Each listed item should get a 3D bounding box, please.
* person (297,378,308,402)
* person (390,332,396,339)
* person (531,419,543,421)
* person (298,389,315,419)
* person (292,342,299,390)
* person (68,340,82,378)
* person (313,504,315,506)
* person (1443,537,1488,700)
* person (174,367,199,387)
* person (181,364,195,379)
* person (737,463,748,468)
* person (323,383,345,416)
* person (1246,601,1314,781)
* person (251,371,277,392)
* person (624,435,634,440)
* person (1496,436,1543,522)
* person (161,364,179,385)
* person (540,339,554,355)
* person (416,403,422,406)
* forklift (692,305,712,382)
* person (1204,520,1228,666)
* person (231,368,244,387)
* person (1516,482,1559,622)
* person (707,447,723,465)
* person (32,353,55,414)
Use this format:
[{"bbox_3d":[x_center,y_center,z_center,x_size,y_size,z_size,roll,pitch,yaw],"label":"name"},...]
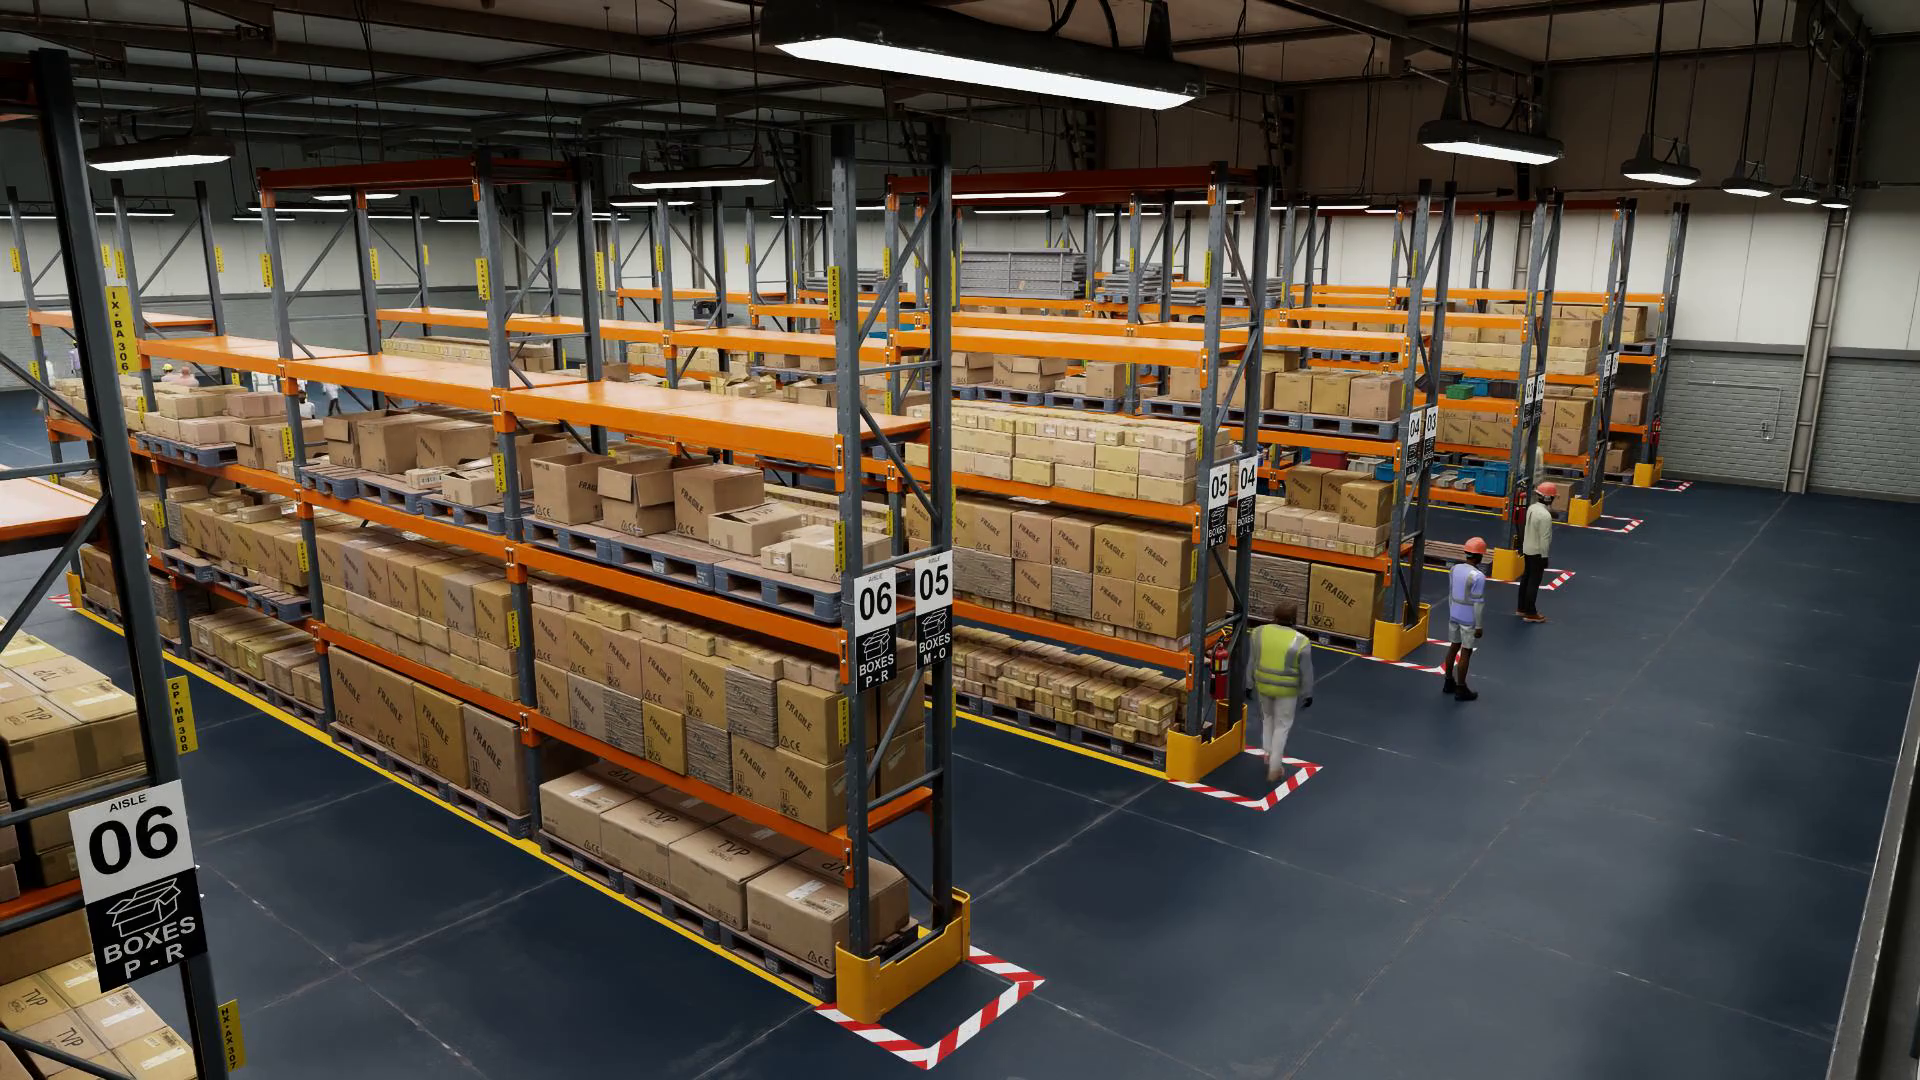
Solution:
[{"bbox_3d":[-20.187,-4.776,38.354,0.576,1.882,0.355,-11,17,-37],"label":"person"},{"bbox_3d":[-20.688,-6.702,46.267,0.736,1.887,0.652,4,14,16],"label":"person"},{"bbox_3d":[-9.569,-2.413,28.592,0.552,1.908,0.890,9,16,31],"label":"person"},{"bbox_3d":[-15.249,-2.575,29.314,0.510,1.877,0.328,-7,15,-26],"label":"person"},{"bbox_3d":[-22.432,-5.791,42.547,0.699,1.883,0.499,-6,15,-22],"label":"person"},{"bbox_3d":[-29.817,-5.849,42.694,0.585,1.917,0.381,-13,19,-42],"label":"person"},{"bbox_3d":[-13.017,-1.376,24.691,0.518,1.728,0.860,-1,14,-3],"label":"person"},{"bbox_3d":[5.983,0.914,14.857,0.389,1.929,0.545,-4,14,-15],"label":"person"},{"bbox_3d":[-20.934,-3.758,34.226,0.664,1.852,0.986,-3,14,-12],"label":"person"},{"bbox_3d":[-23.089,-4.476,37.737,0.505,1.585,0.889,2,14,8],"label":"person"},{"bbox_3d":[-5.225,-2.508,28.864,0.618,1.963,0.812,12,18,40],"label":"person"},{"bbox_3d":[-18.373,-4.469,37.066,0.953,1.888,0.565,3,14,12],"label":"person"},{"bbox_3d":[3.268,1.484,12.726,0.652,1.820,0.677,10,17,36],"label":"person"},{"bbox_3d":[-19.524,-4.147,35.433,0.610,2.043,0.397,-3,14,-14],"label":"person"},{"bbox_3d":[-7.404,-2.487,28.946,1.023,1.886,0.566,12,18,40],"label":"person"},{"bbox_3d":[10.597,-1.163,23.661,0.861,1.791,0.615,10,17,36],"label":"person"},{"bbox_3d":[-22.561,-4.158,36.045,0.298,1.772,0.533,6,15,22],"label":"person"},{"bbox_3d":[-14.930,-6.523,45.704,0.523,1.810,0.924,-3,14,-12],"label":"person"},{"bbox_3d":[-16.977,-4.939,39.299,0.534,1.743,0.678,-5,14,-19],"label":"person"},{"bbox_3d":[-9.511,-7.392,47.124,1.873,2.768,1.129,11,17,38],"label":"forklift"},{"bbox_3d":[3.184,0.562,16.058,0.395,2.044,0.609,8,16,31],"label":"person"},{"bbox_3d":[-23.061,-5.215,39.916,0.699,2.000,0.742,-2,14,-7],"label":"person"},{"bbox_3d":[8.193,0.158,17.844,0.406,1.987,0.616,1,14,4],"label":"person"},{"bbox_3d":[-4.250,-0.743,21.853,0.429,1.839,0.633,5,15,21],"label":"person"},{"bbox_3d":[-27.919,-4.816,38.504,1.018,1.893,0.639,-1,14,-2],"label":"person"}]
